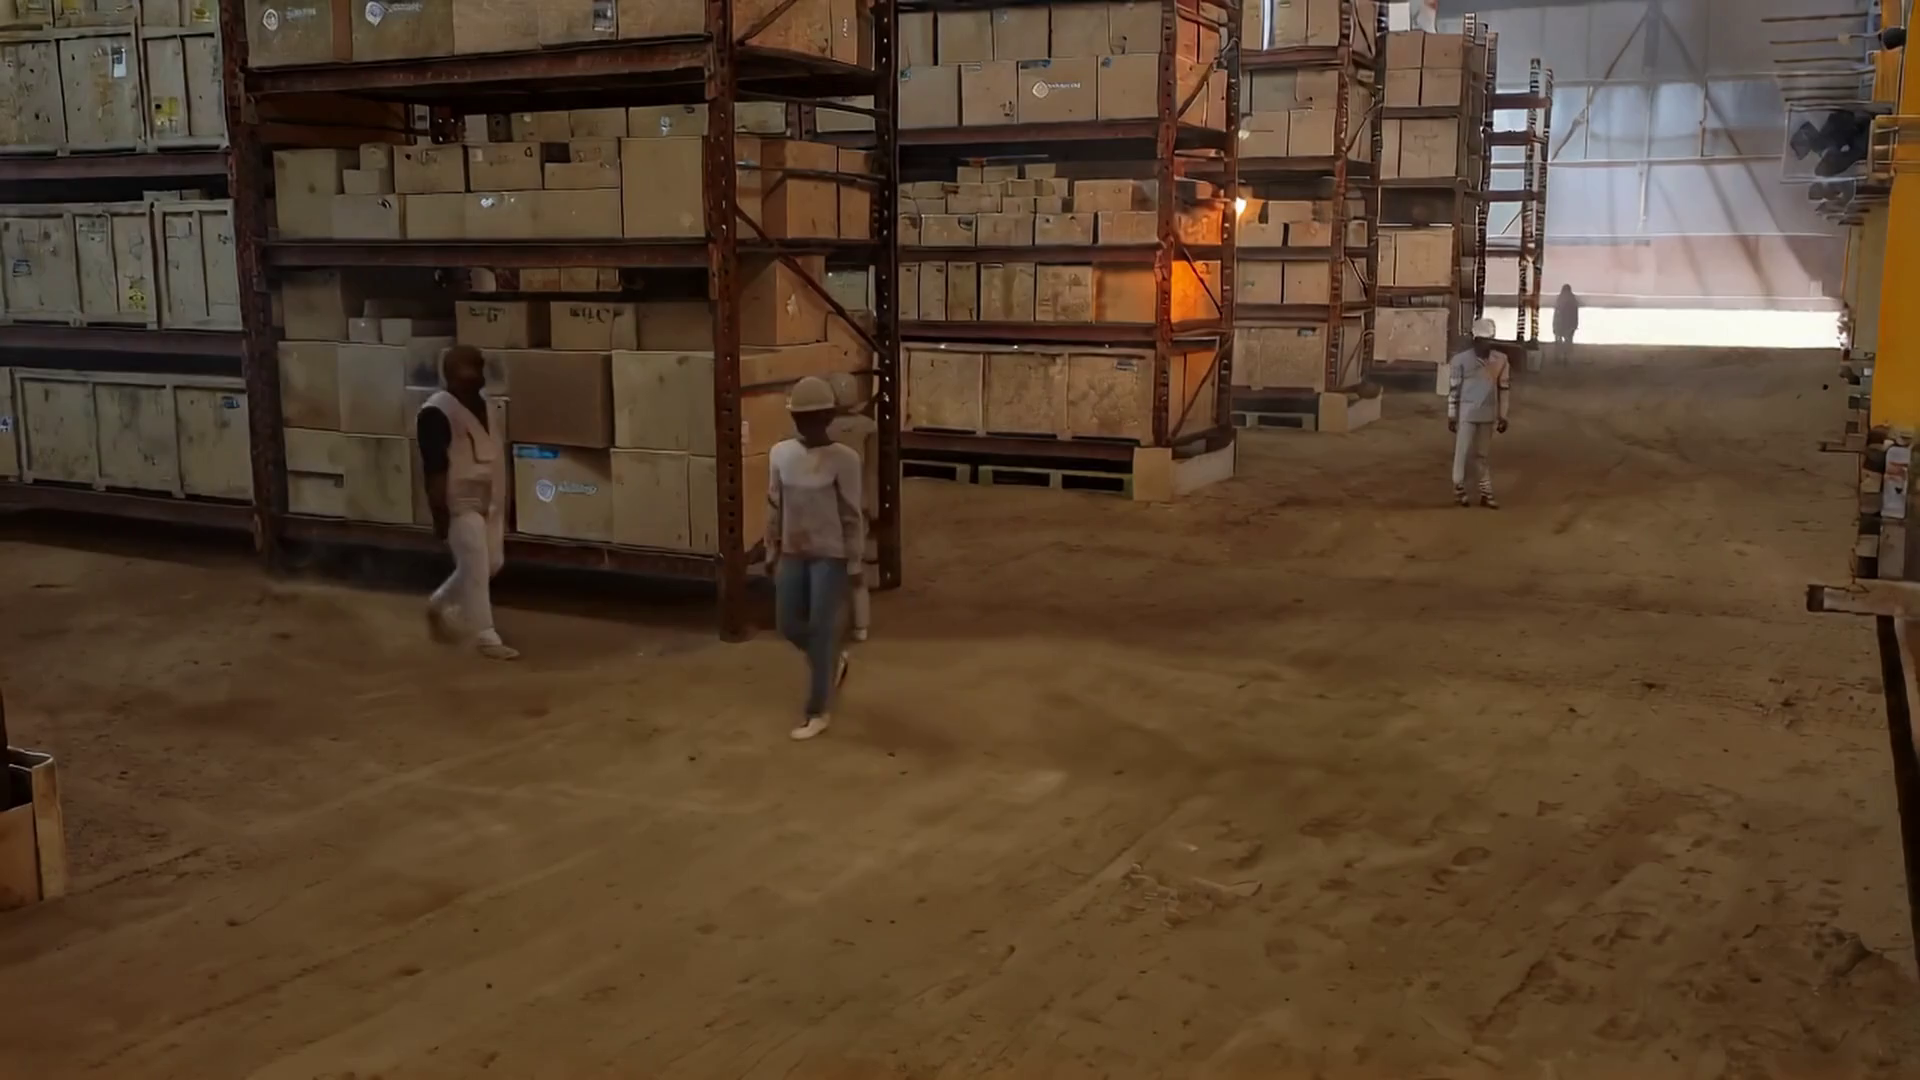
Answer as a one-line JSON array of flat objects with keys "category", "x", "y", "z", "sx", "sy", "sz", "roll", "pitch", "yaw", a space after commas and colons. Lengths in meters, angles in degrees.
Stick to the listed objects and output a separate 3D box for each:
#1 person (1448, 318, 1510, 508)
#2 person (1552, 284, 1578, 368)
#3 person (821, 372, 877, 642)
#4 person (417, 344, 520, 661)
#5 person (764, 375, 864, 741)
[{"category": "person", "x": 4.754, "y": -1.158, "z": 15.233, "sx": 0.566, "sy": 1.744, "sz": 0.351, "roll": 0, "pitch": 10, "yaw": -2}, {"category": "person", "x": 12.285, "y": -4.340, "z": 33.787, "sx": 0.501, "sy": 1.689, "sz": 0.892, "roll": 5, "pitch": 11, "yaw": 29}, {"category": "person", "x": -0.711, "y": -0.181, "z": 9.909, "sx": 0.523, "sy": 1.632, "sz": 0.314, "roll": -7, "pitch": 12, "yaw": -33}, {"category": "person", "x": -2.879, "y": -0.217, "z": 9.572, "sx": 0.694, "sy": 1.823, "sz": 0.631, "roll": 4, "pitch": 10, "yaw": 20}, {"category": "person", "x": -0.687, "y": 0.064, "z": 8.120, "sx": 0.537, "sy": 1.751, "sz": 0.563, "roll": 6, "pitch": 11, "yaw": 30}]
